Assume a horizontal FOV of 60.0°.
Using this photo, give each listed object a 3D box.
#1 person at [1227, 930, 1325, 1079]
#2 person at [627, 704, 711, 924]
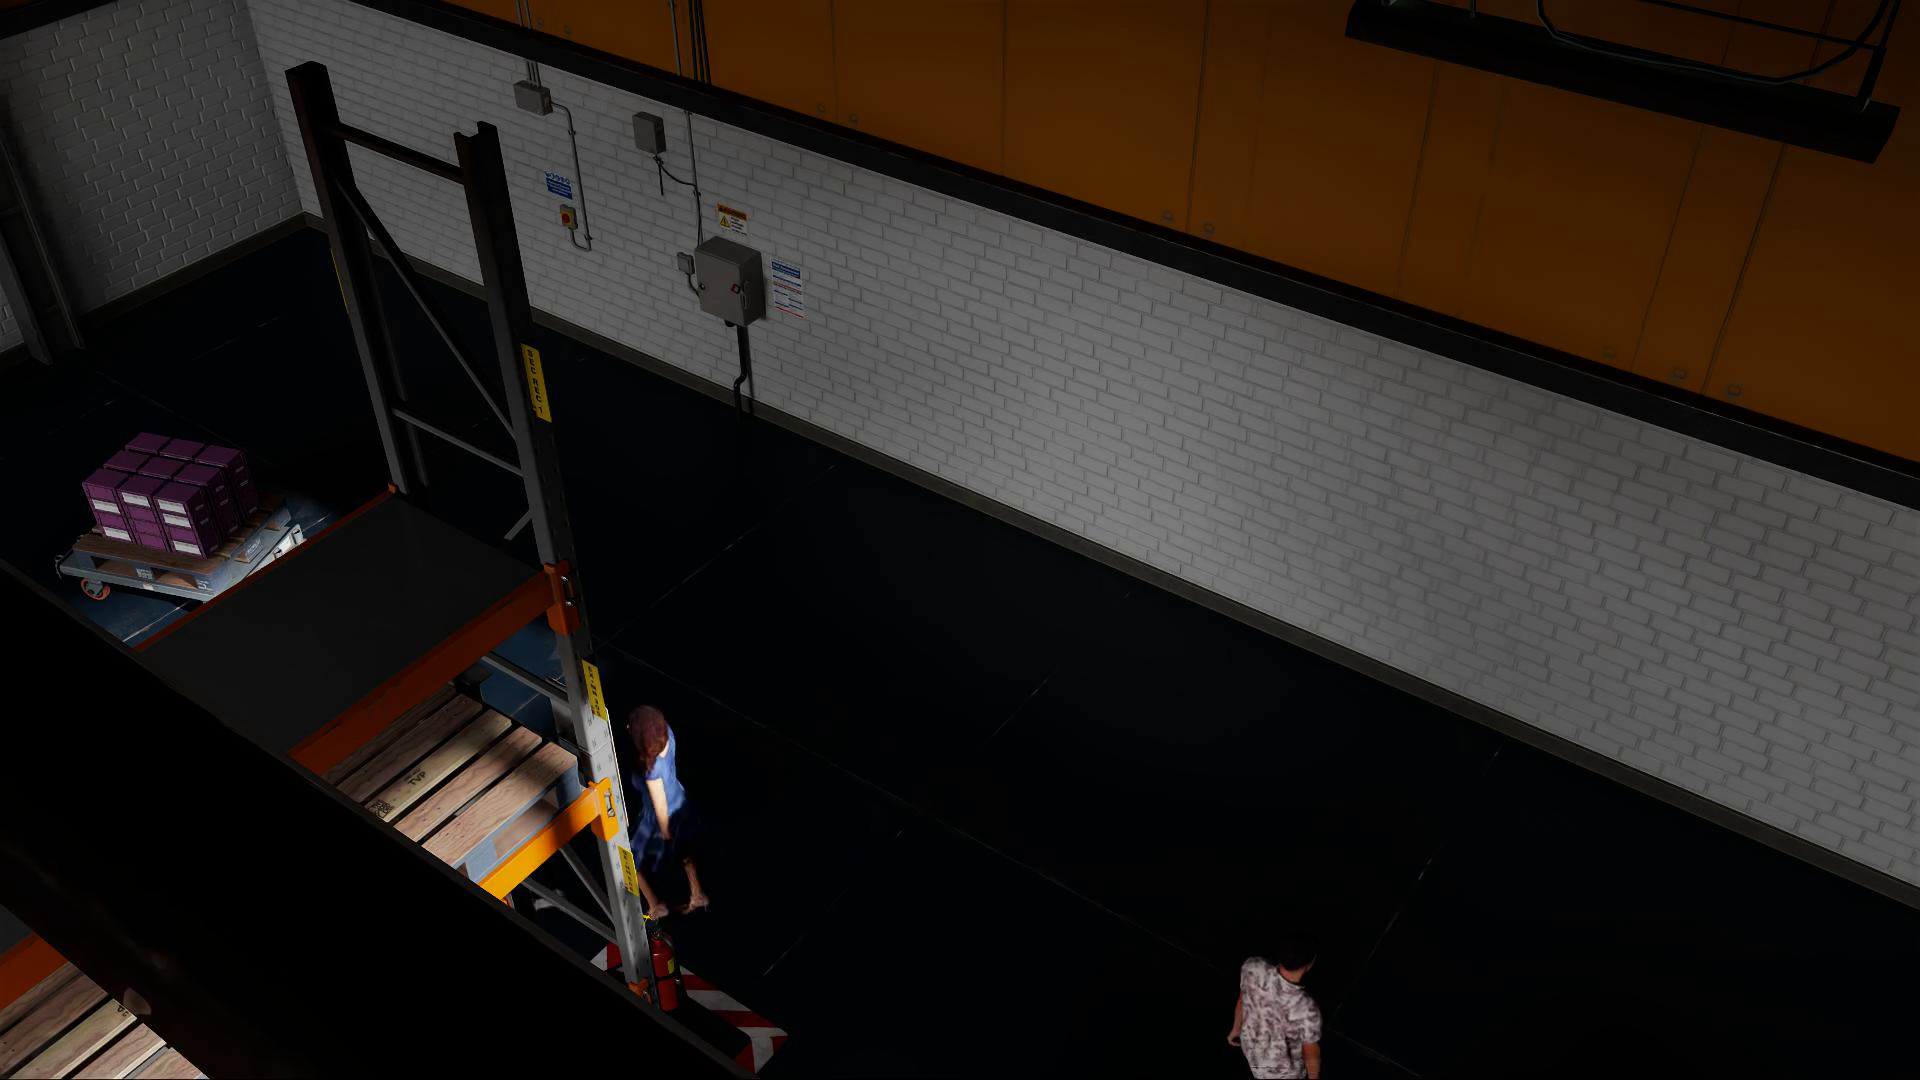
[{"bbox_3d":[1.589,2.716,8.717,1.238,1.792,0.968,-22,44,-25],"label":"person"},{"bbox_3d":[-1.696,1.675,10.025,0.878,1.785,0.825,3,39,4],"label":"person"}]
